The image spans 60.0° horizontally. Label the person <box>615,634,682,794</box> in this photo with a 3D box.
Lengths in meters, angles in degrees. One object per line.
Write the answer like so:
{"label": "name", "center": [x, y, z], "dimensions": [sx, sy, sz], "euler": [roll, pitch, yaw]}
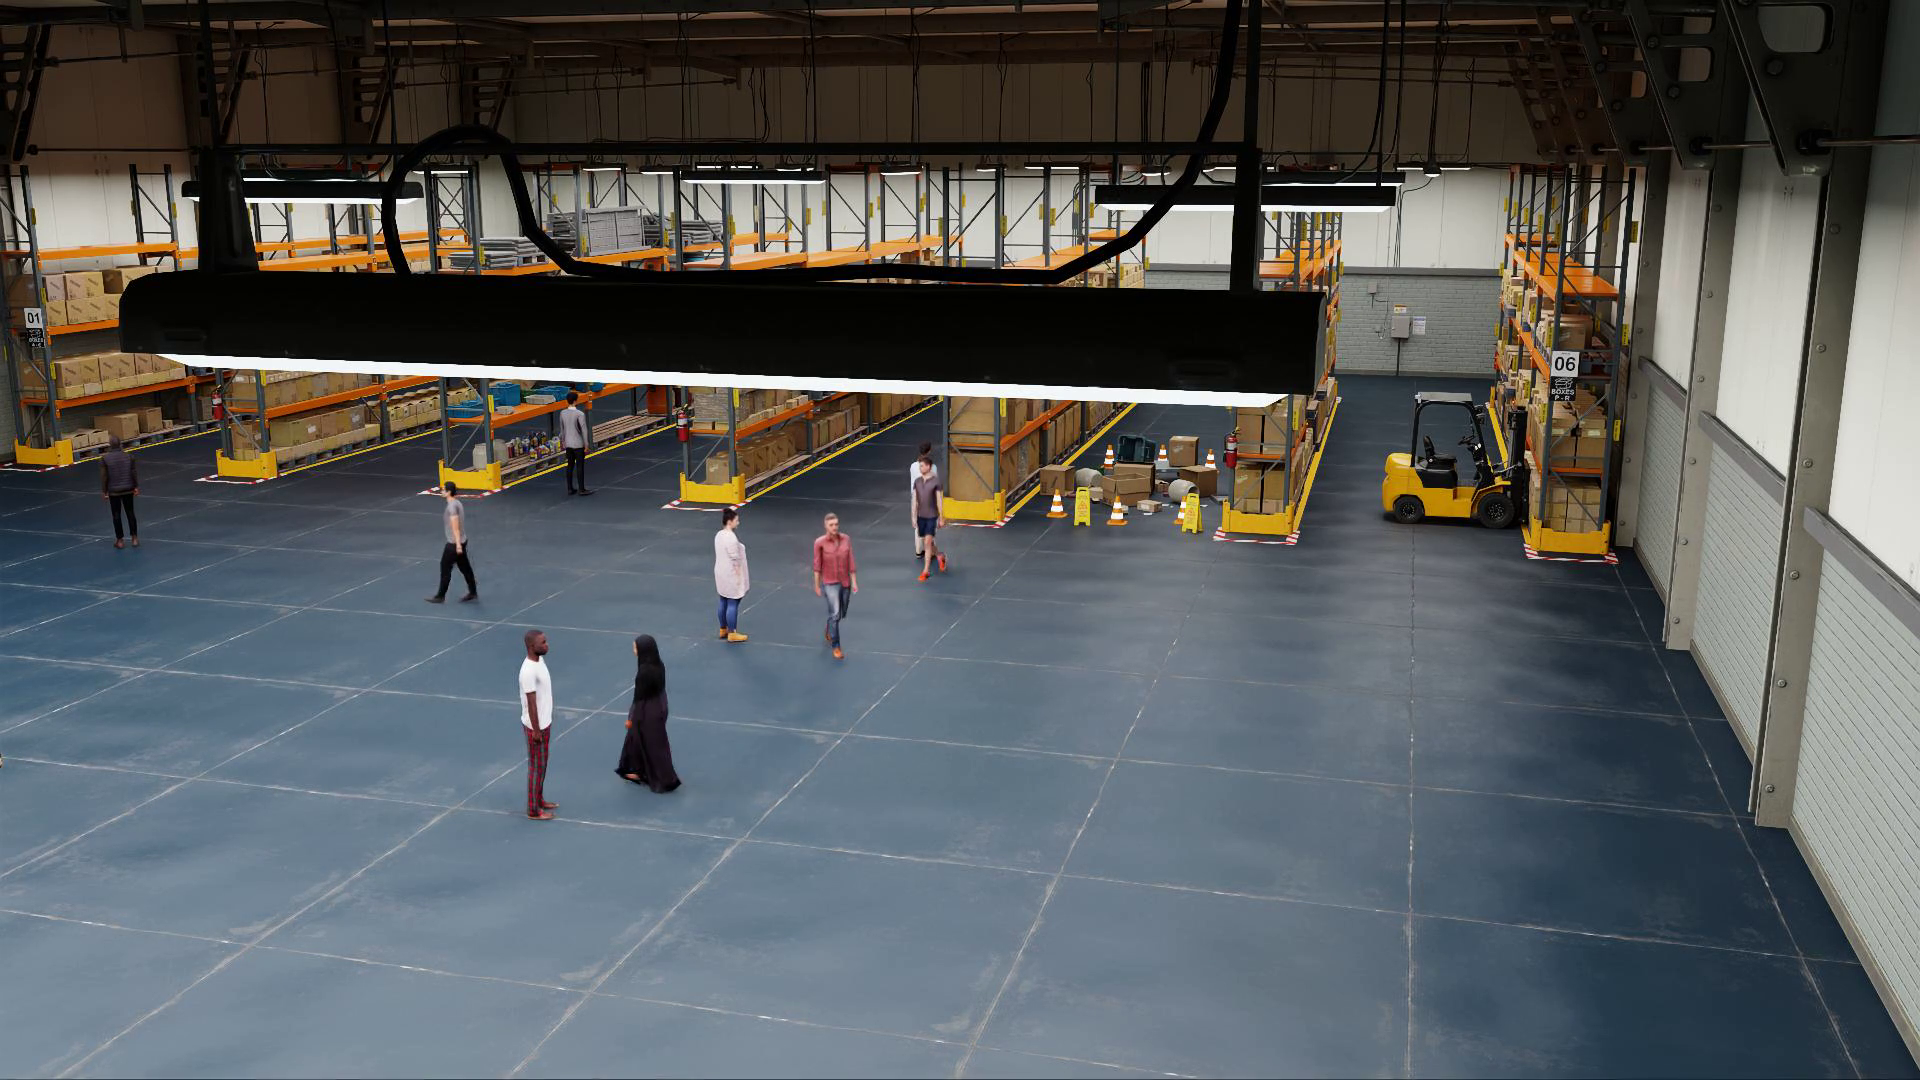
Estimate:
{"label": "person", "center": [-2.981, 1.716, 16.469], "dimensions": [0.762, 1.606, 0.910], "euler": [1, 13, 5]}

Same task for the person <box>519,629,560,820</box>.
{"label": "person", "center": [-4.040, 1.738, 15.873], "dimensions": [0.786, 1.833, 0.601], "euler": [-1, 13, -6]}

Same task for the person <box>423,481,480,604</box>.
{"label": "person", "center": [-7.014, 0.041, 23.431], "dimensions": [0.963, 1.729, 1.018], "euler": [-2, 13, -9]}

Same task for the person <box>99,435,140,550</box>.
{"label": "person", "center": [-13.529, -0.794, 26.802], "dimensions": [0.731, 1.835, 0.837], "euler": [-11, 17, -38]}

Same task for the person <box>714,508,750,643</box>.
{"label": "person", "center": [-3.008, 0.443, 21.659], "dimensions": [0.851, 1.744, 0.795], "euler": [-8, 15, -30]}

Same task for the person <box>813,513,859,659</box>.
{"label": "person", "center": [-1.603, 0.542, 21.112], "dimensions": [1.156, 1.799, 1.230], "euler": [-7, 15, -28]}

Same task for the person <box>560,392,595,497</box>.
{"label": "person", "center": [-7.169, -1.791, 30.915], "dimensions": [0.791, 1.922, 0.690], "euler": [7, 15, 26]}

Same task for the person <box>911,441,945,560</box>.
{"label": "person", "center": [-0.529, -0.628, 26.054], "dimensions": [0.681, 1.848, 0.657], "euler": [6, 14, 24]}

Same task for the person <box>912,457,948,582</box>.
{"label": "person", "center": [-0.424, -0.331, 24.853], "dimensions": [0.860, 1.813, 1.223], "euler": [7, 15, 28]}
